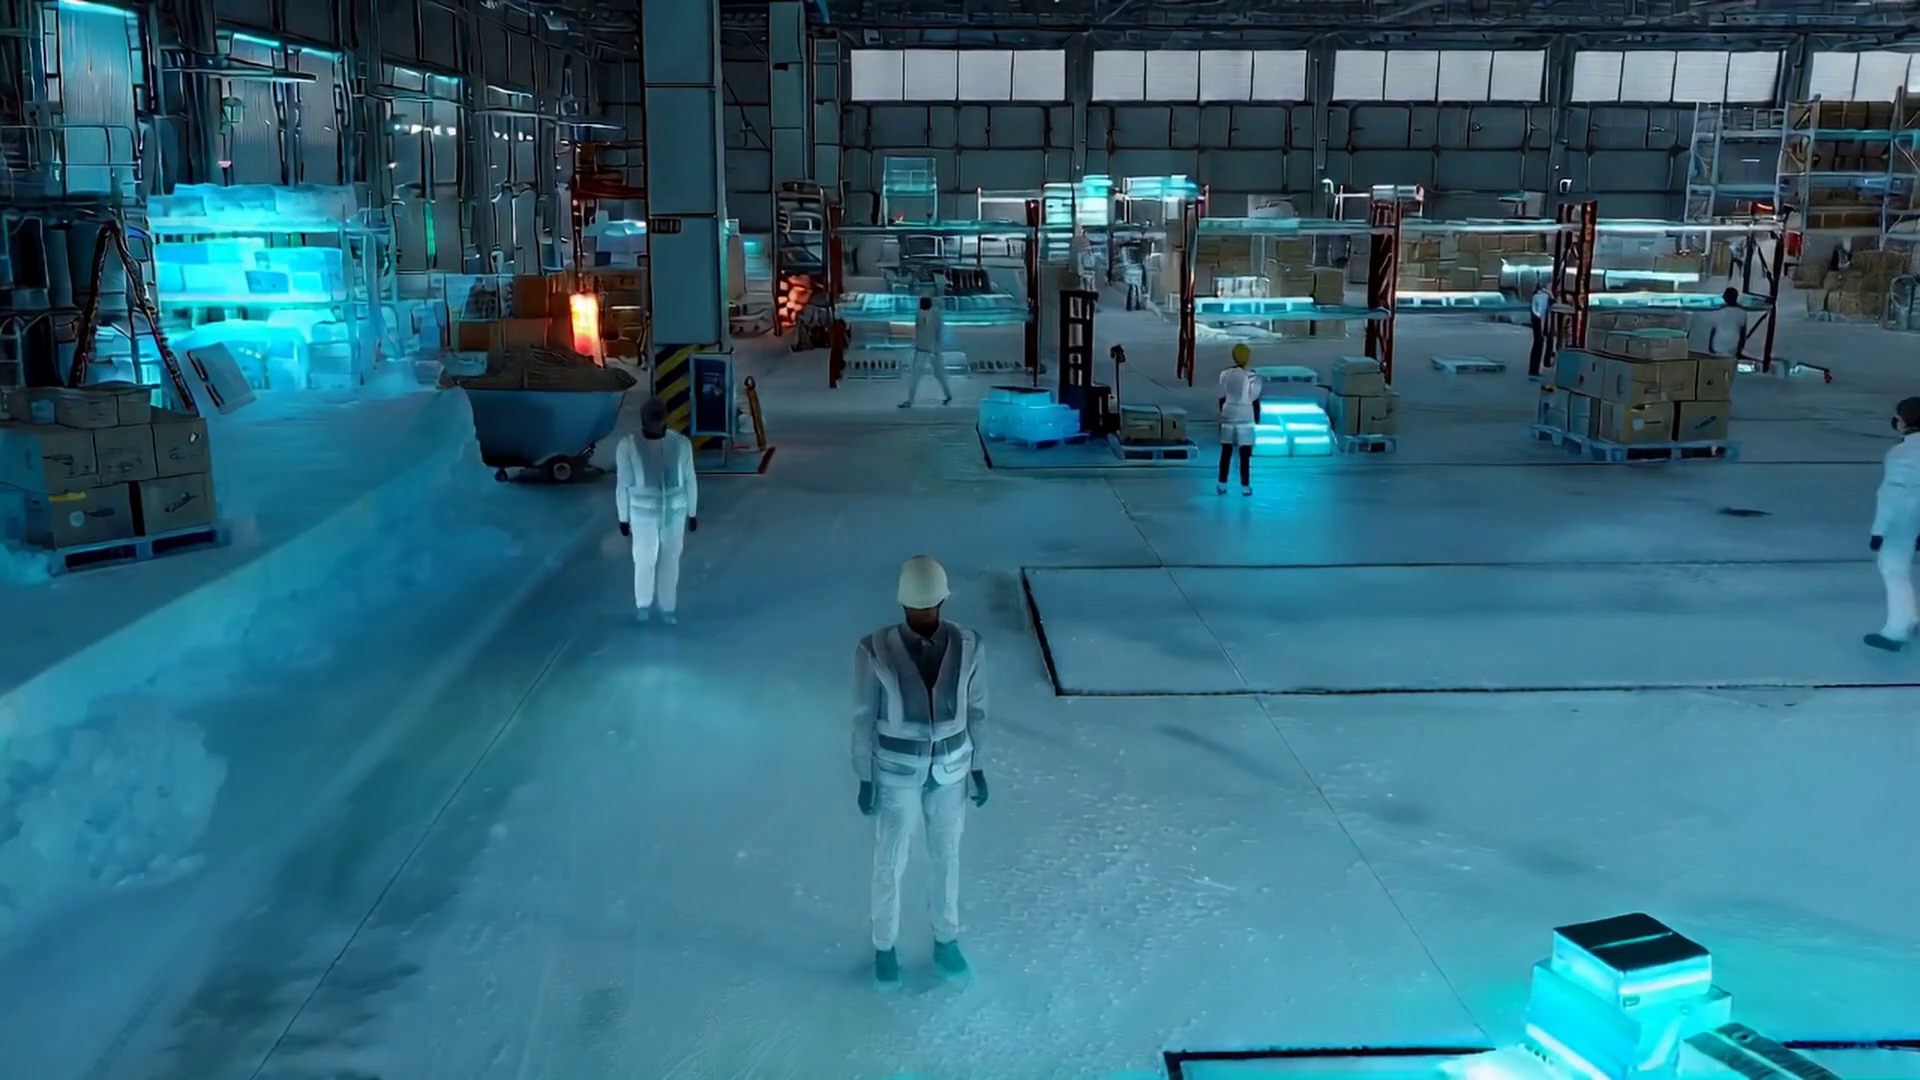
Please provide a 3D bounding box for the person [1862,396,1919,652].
[{"bbox_3d":[7.019,-0.114,12.405,0.657,1.925,0.437,-9,15,-34],"label":"person"}]

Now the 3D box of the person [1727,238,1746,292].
[{"bbox_3d":[23.275,-8.239,49.824,0.526,1.640,0.528,-10,16,-37],"label":"person"}]

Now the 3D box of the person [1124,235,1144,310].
[{"bbox_3d":[4.538,-6.955,43.282,0.555,1.933,0.376,-5,13,-22],"label":"person"}]

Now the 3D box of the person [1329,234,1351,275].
[{"bbox_3d":[11.664,-8.669,51.080,0.638,1.916,0.871,2,13,9],"label":"person"}]

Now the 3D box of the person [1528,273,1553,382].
[{"bbox_3d":[9.942,-3.628,28.459,0.345,1.847,0.506,3,13,14],"label":"person"}]

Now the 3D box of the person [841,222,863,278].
[{"bbox_3d":[-3.682,-9.891,56.674,0.753,1.873,1.031,-12,17,-42],"label":"person"}]

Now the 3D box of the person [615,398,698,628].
[{"bbox_3d":[-2.366,-0.204,13.055,0.627,1.829,0.445,-5,14,-23],"label":"person"}]

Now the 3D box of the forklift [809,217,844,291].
[{"bbox_3d":[-4.374,-8.620,48.638,1.873,2.768,1.129,0,12,-2],"label":"forklift"}]

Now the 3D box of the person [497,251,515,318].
[{"bbox_3d":[-11.175,-6.259,40.829,0.313,1.634,0.515,-10,16,-38],"label":"person"}]

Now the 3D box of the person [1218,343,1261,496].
[{"bbox_3d":[3.101,-1.342,18.498,0.534,1.692,0.321,11,17,40],"label":"person"}]

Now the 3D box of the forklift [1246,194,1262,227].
[{"bbox_3d":[9.679,-9.988,54.817,1.873,2.768,1.129,4,13,18],"label":"forklift"}]

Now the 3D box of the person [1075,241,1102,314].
[{"bbox_3d":[3.231,-6.622,42.021,0.572,1.826,1.004,-7,14,-28],"label":"person"}]

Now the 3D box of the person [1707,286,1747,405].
[{"bbox_3d":[11.622,-2.915,25.224,0.546,1.852,0.416,3,13,15],"label":"person"}]

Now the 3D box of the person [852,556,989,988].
[{"bbox_3d":[-0.164,1.008,7.298,0.613,1.943,0.400,-4,13,-16],"label":"person"}]

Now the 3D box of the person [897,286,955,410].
[{"bbox_3d":[-0.472,-2.904,25.157,0.997,1.876,0.590,-10,16,-39],"label":"person"}]

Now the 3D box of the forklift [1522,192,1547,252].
[{"bbox_3d":[20.616,-11.151,60.067,1.873,2.768,1.129,0,12,-2],"label":"forklift"}]

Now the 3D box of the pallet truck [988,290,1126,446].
[{"bbox_3d":[1.257,-2.299,22.111,1.885,1.965,0.823,-9,15,-35],"label":"pallet truck"}]

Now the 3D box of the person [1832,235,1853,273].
[{"bbox_3d":[23.780,-7.277,44.891,0.598,1.867,0.995,-2,13,-10],"label":"person"}]
